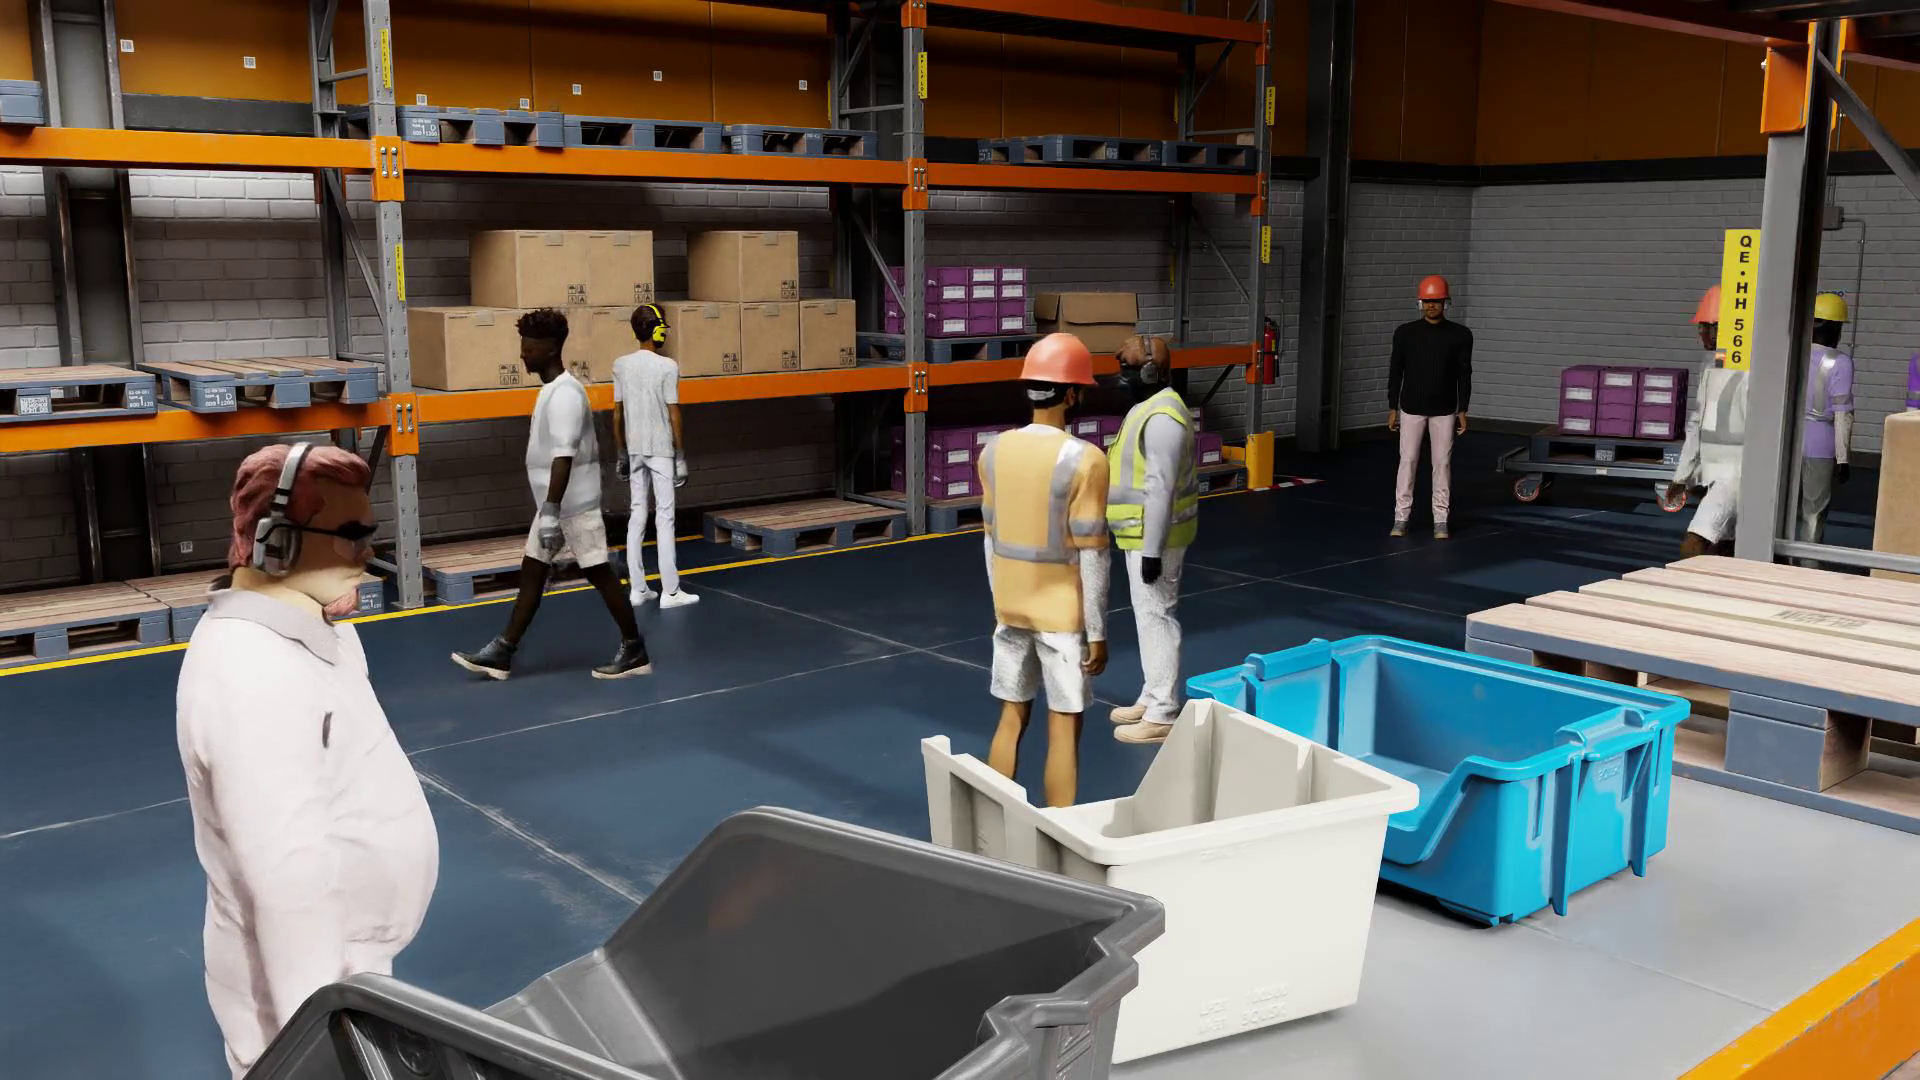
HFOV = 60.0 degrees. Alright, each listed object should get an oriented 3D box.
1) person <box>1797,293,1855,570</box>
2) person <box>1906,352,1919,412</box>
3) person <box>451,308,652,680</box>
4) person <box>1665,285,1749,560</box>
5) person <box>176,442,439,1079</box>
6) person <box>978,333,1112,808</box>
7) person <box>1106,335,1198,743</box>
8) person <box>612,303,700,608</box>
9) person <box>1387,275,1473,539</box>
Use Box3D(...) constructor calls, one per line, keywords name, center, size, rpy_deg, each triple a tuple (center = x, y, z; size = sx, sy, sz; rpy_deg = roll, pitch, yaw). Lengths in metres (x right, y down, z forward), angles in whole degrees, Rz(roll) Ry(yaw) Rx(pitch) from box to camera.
Box3D(name="person", center=(5.357, -0.579, 10.453), size=(0.378, 1.923, 0.596), rpy_deg=(-4, 11, -20))
Box3D(name="person", center=(6.161, -0.561, 10.331), size=(0.544, 1.936, 0.359), rpy_deg=(10, 14, 44))
Box3D(name="person", center=(-2.064, -0.207, 8.413), size=(1.019, 1.906, 0.640), rpy_deg=(-4, 11, -21))
Box3D(name="person", center=(3.964, -0.321, 8.776), size=(0.749, 2.016, 0.612), rpy_deg=(1, 10, 7))
Box3D(name="person", center=(-1.121, 0.776, 2.938), size=(0.405, 1.903, 0.636), rpy_deg=(-5, 11, -25))
Box3D(name="person", center=(0.316, 0.245, 5.833), size=(0.547, 1.927, 0.393), rpy_deg=(9, 13, 40))
Box3D(name="person", center=(0.850, -0.005, 7.515), size=(0.431, 1.835, 0.625), rpy_deg=(0, 10, 0))
Box3D(name="person", center=(-1.897, -0.514, 10.247), size=(0.521, 1.873, 0.334), rpy_deg=(5, 11, 27))
Box3D(name="person", center=(3.559, -1.004, 12.640), size=(0.619, 1.994, 0.381), rpy_deg=(3, 11, 16))
